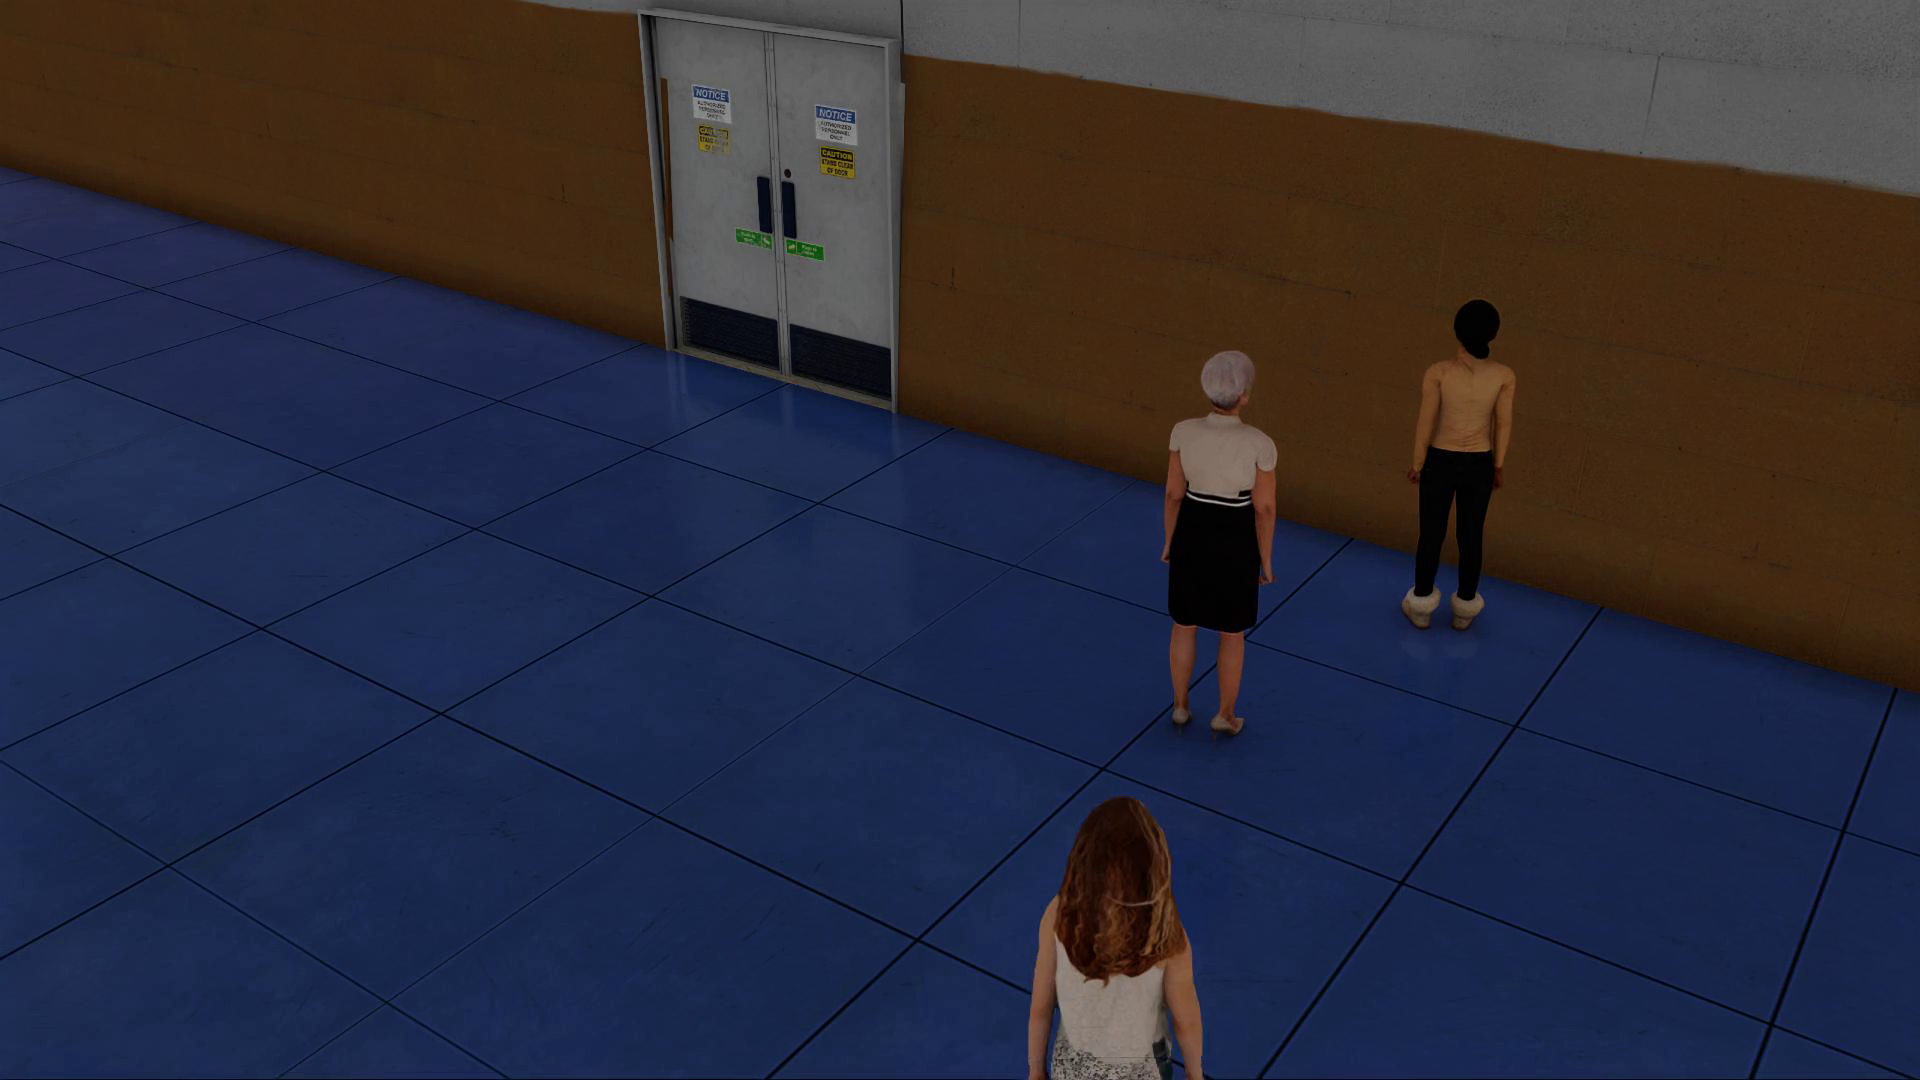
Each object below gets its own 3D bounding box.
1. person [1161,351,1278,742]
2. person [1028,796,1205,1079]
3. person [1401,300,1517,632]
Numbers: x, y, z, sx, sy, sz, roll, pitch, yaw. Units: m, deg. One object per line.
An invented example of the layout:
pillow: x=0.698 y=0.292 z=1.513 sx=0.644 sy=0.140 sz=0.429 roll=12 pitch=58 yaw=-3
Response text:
person: x=1.065 y=0.054 z=6.964 sx=0.681 sy=1.752 sz=0.592 roll=11 pitch=29 yaw=21
person: x=0.344 y=1.465 z=4.193 sx=0.634 sy=1.741 sz=0.899 roll=14 pitch=30 yaw=25
person: x=2.357 y=-0.347 z=7.857 sx=0.685 sy=1.659 sz=0.695 roll=5 pitch=27 yaw=9
